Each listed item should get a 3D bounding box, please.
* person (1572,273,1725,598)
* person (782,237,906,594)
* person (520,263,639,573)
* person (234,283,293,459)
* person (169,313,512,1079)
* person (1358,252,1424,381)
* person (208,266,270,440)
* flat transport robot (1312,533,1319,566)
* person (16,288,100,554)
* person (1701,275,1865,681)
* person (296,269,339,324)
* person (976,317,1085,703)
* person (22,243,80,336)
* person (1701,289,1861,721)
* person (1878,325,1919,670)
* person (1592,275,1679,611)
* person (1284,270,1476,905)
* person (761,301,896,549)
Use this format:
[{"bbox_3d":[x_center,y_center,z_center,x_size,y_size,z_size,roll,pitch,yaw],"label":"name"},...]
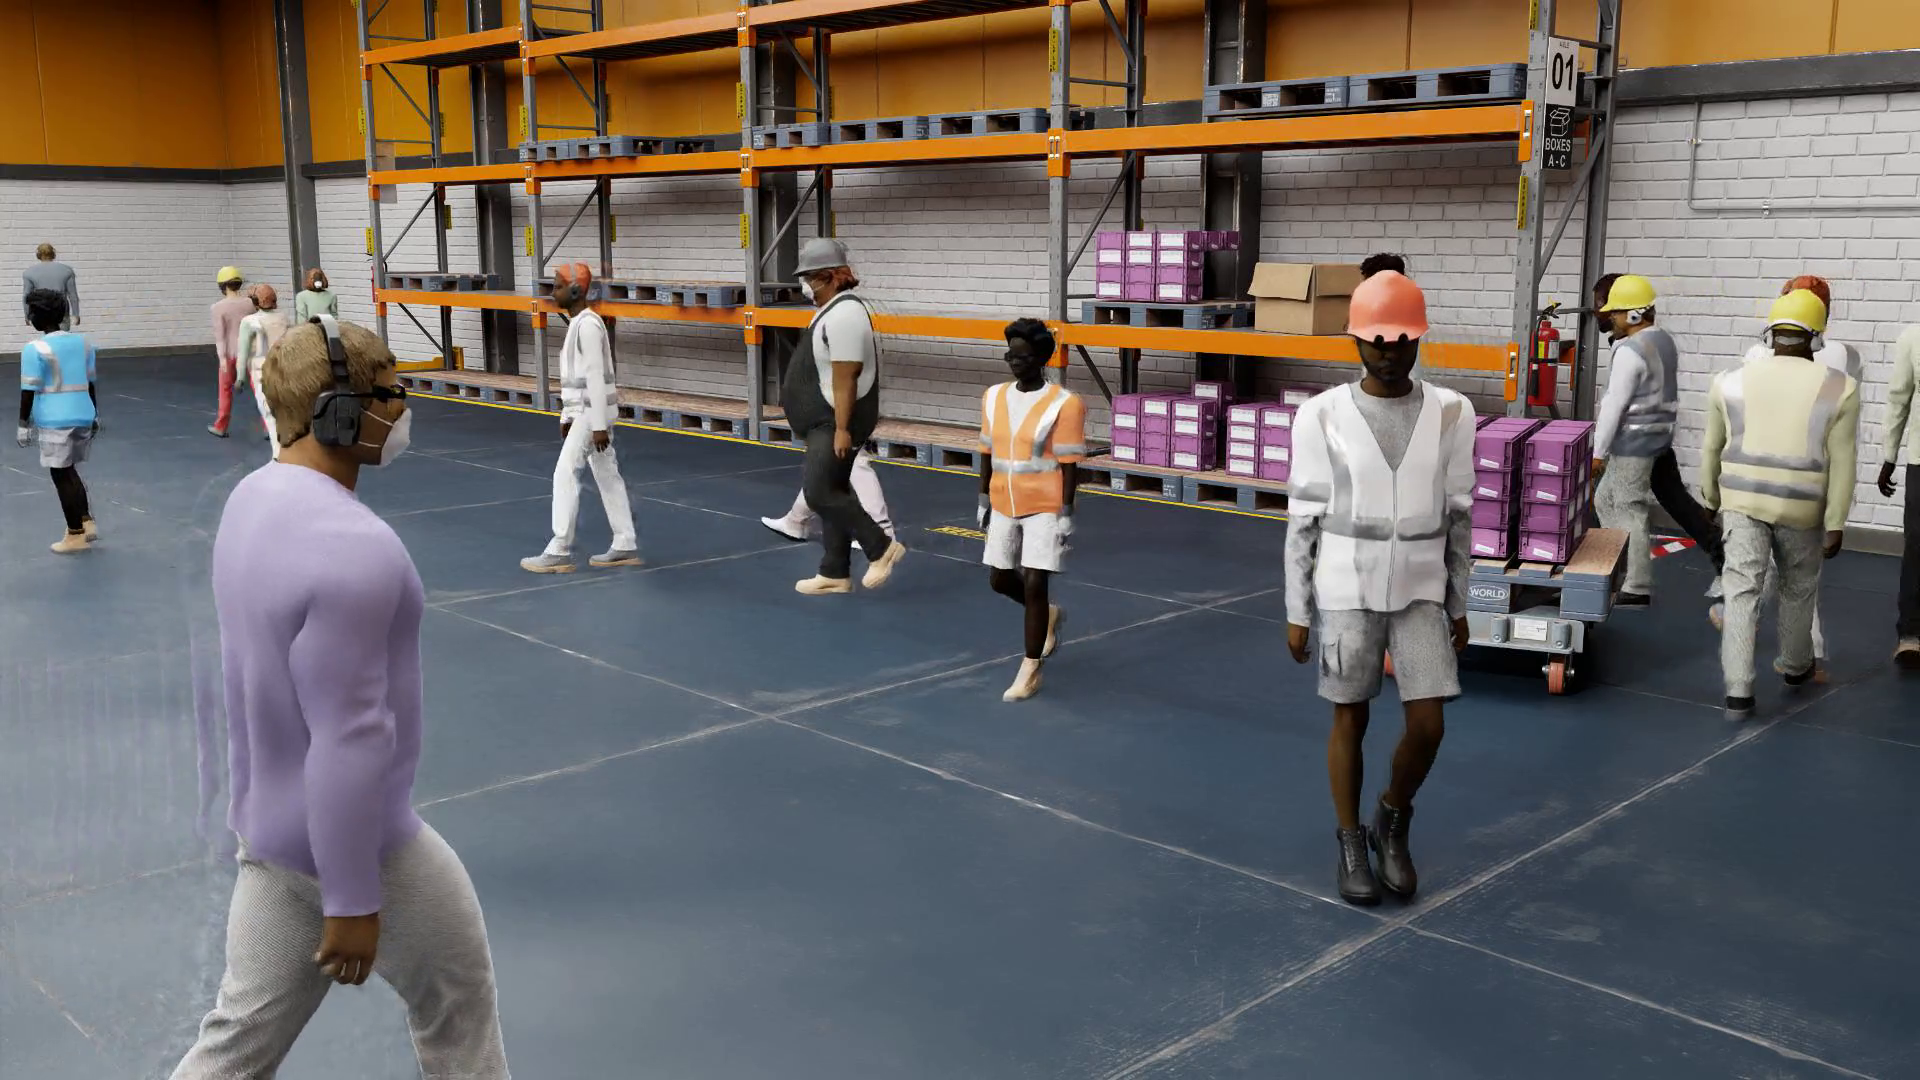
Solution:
[{"bbox_3d":[3.865,-0.570,9.265,1.132,1.835,0.618,5,12,26],"label":"person"},{"bbox_3d":[-0.694,-0.680,9.254,0.592,2.000,0.695,-2,10,-8],"label":"person"},{"bbox_3d":[-2.345,-0.727,10.022,0.839,1.848,0.605,-3,11,-14],"label":"person"},{"bbox_3d":[-5.876,-1.345,14.033,0.581,1.619,0.518,4,11,22],"label":"person"},{"bbox_3d":[-1.167,0.531,3.076,1.011,1.893,0.647,-9,14,-40],"label":"person"},{"bbox_3d":[2.621,-0.723,9.802,0.792,1.936,0.618,1,10,4],"label":"person"},{"bbox_3d":[-7.148,-1.838,16.466,0.953,1.716,0.525,8,13,37],"label":"person"},{"bbox_3d":[2.775,0.110,9.774,1.431,0.197,0.652,10,14,43],"label":"flat transport robot"},{"bbox_3d":[-5.736,-0.745,10.534,0.438,1.685,0.555,2,11,12],"label":"person"},{"bbox_3d":[3.857,-0.315,7.820,0.595,1.832,0.980,-2,11,-9],"label":"person"},{"bbox_3d":[-7.802,-2.487,20.293,0.508,1.610,0.695,-6,12,-30],"label":"person"},{"bbox_3d":[0.348,-0.155,7.395,0.536,1.678,0.612,8,13,35],"label":"person"},{"bbox_3d":[-12.550,-3.124,22.949,0.664,1.897,0.945,-7,13,-35],"label":"person"},{"bbox_3d":[3.500,-0.166,7.118,0.614,1.786,0.899,7,13,35],"label":"person"},{"bbox_3d":[4.615,-0.352,7.698,0.653,1.946,0.981,6,12,31],"label":"person"},{"bbox_3d":[3.585,-0.522,9.020,0.534,1.804,0.606,8,13,37],"label":"person"},{"bbox_3d":[1.244,0.166,4.958,0.565,1.919,0.451,0,10,3],"label":"person"},{"bbox_3d":[-0.852,-0.859,10.737,1.010,1.847,0.664,3,11,17],"label":"person"}]
